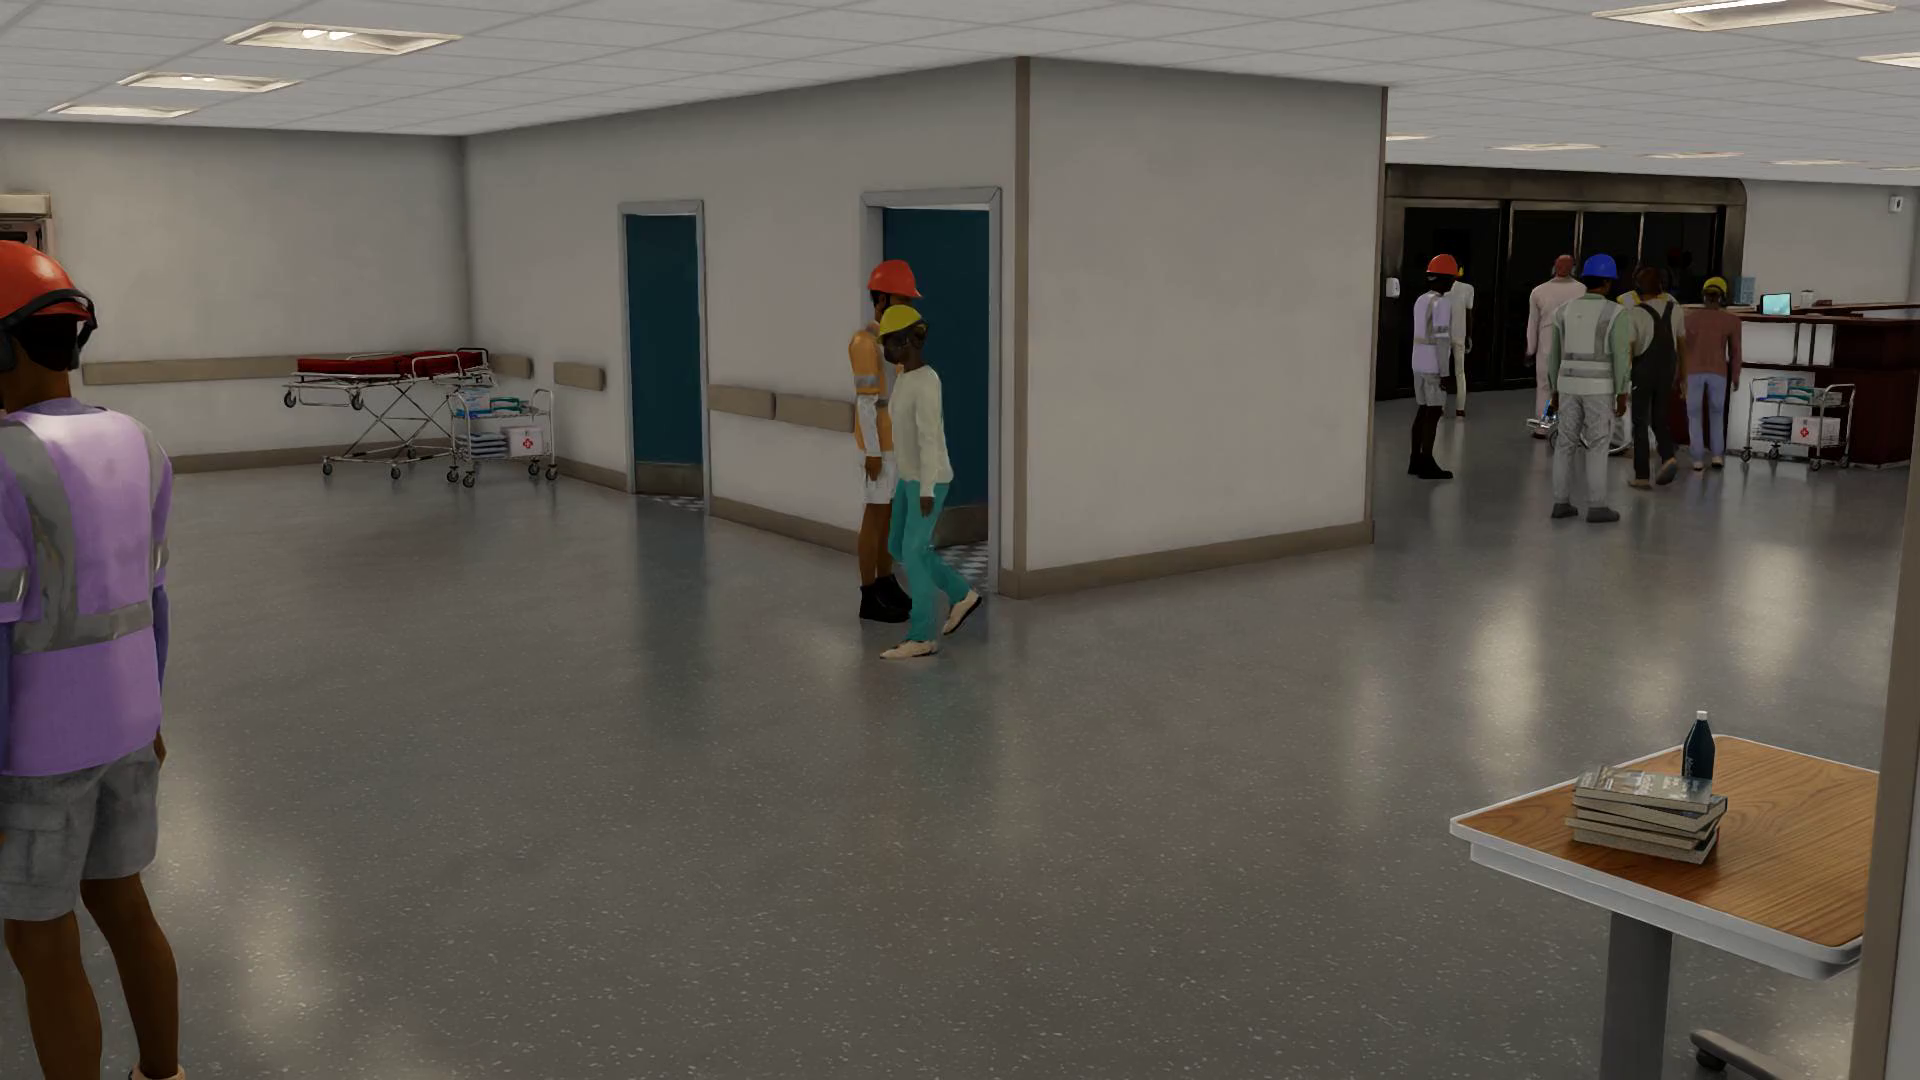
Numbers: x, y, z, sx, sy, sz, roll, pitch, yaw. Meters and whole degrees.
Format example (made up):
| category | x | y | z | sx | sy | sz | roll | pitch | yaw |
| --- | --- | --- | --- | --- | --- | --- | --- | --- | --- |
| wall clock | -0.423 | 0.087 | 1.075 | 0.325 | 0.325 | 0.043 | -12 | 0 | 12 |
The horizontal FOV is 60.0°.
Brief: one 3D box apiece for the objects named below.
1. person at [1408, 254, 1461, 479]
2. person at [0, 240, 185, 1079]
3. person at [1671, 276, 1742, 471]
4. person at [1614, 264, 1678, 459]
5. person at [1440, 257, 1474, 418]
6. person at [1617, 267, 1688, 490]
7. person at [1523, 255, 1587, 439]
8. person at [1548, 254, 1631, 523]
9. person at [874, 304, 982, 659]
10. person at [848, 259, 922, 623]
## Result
| category | x | y | z | sx | sy | sz | roll | pitch | yaw |
| --- | --- | --- | --- | --- | --- | --- | --- | --- | --- |
| person | 4.107 | -1.493 | 14.371 | 0.389 | 1.928 | 0.549 | -1 | 10 | -6 |
| person | -1.894 | 0.401 | 3.493 | 0.409 | 2.028 | 0.615 | 1 | 10 | 7 |
| person | 6.643 | -1.474 | 14.813 | 0.566 | 1.727 | 0.371 | 3 | 11 | 17 |
| person | 6.428 | -1.681 | 15.711 | 0.663 | 1.827 | 0.432 | -1 | 10 | -3 |
| person | 5.697 | -2.345 | 19.318 | 0.518 | 1.865 | 0.330 | 1 | 10 | 7 |
| person | 5.683 | -1.312 | 13.625 | 0.559 | 1.824 | 0.478 | -1 | 10 | -7 |
| person | 6.171 | -1.978 | 17.166 | 0.682 | 1.904 | 0.400 | 3 | 11 | 17 |
| person | 4.590 | -1.102 | 12.121 | 0.409 | 1.943 | 0.614 | -8 | 13 | -37 |
| person | -0.155 | -0.288 | 8.199 | 0.515 | 1.733 | 0.591 | -4 | 11 | -20 |
| person | -0.377 | -0.532 | 8.964 | 0.361 | 1.935 | 0.544 | 4 | 11 | 19 |
